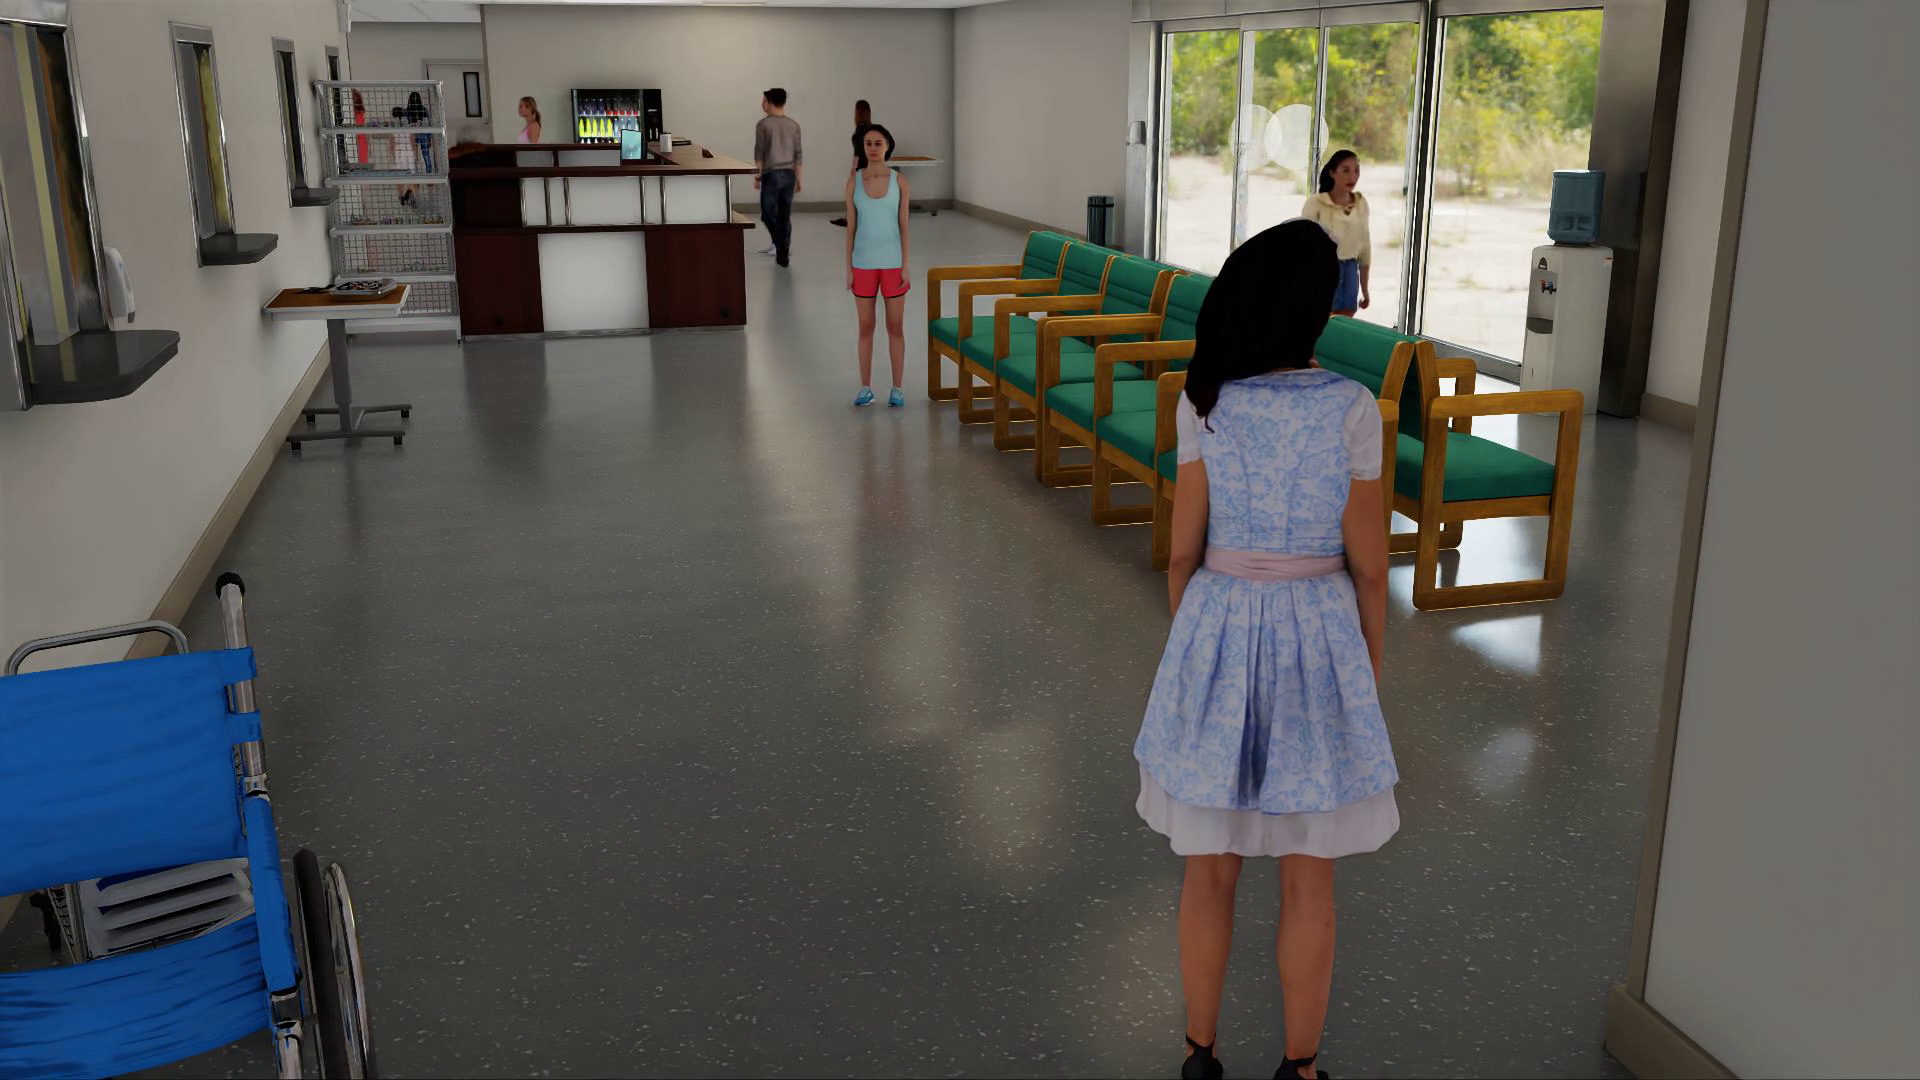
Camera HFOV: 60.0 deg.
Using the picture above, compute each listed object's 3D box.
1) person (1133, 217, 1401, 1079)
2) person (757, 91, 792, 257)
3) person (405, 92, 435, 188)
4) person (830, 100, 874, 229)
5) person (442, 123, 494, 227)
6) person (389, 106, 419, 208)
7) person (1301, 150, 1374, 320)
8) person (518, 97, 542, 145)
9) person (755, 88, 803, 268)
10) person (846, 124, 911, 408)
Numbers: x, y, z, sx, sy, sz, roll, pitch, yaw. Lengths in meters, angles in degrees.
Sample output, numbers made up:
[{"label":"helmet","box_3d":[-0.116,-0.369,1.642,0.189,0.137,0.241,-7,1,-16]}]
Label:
[{"label":"person","box_3d":[0.602,0.294,3.246,0.846,1.817,0.915,6,17,20]},{"label":"person","box_3d":[-2.120,-4.242,19.243,0.672,1.867,0.756,-9,18,-29]},{"label":"person","box_3d":[-10.034,-7.432,30.844,0.452,1.713,0.666,-5,16,-17]},{"label":"person","box_3d":[-1.168,-4.893,21.924,1.213,1.666,0.992,4,16,14]},{"label":"person","box_3d":[-4.306,-2.853,14.808,1.054,1.600,0.877,-9,18,-29]},{"label":"person","box_3d":[-8.679,-5.952,25.927,0.834,1.533,0.634,-5,16,-16]},{"label":"person","box_3d":[2.240,-1.565,10.208,0.711,1.618,0.751,-6,17,-22]},{"label":"person","box_3d":[-5.013,-4.370,19.869,0.952,1.775,0.716,-7,17,-24]},{"label":"person","box_3d":[-1.924,-3.867,17.880,0.913,1.885,0.816,-7,17,-25]},{"label":"person","box_3d":[-0.506,-1.709,10.449,0.583,1.764,0.686,0,16,2]}]
